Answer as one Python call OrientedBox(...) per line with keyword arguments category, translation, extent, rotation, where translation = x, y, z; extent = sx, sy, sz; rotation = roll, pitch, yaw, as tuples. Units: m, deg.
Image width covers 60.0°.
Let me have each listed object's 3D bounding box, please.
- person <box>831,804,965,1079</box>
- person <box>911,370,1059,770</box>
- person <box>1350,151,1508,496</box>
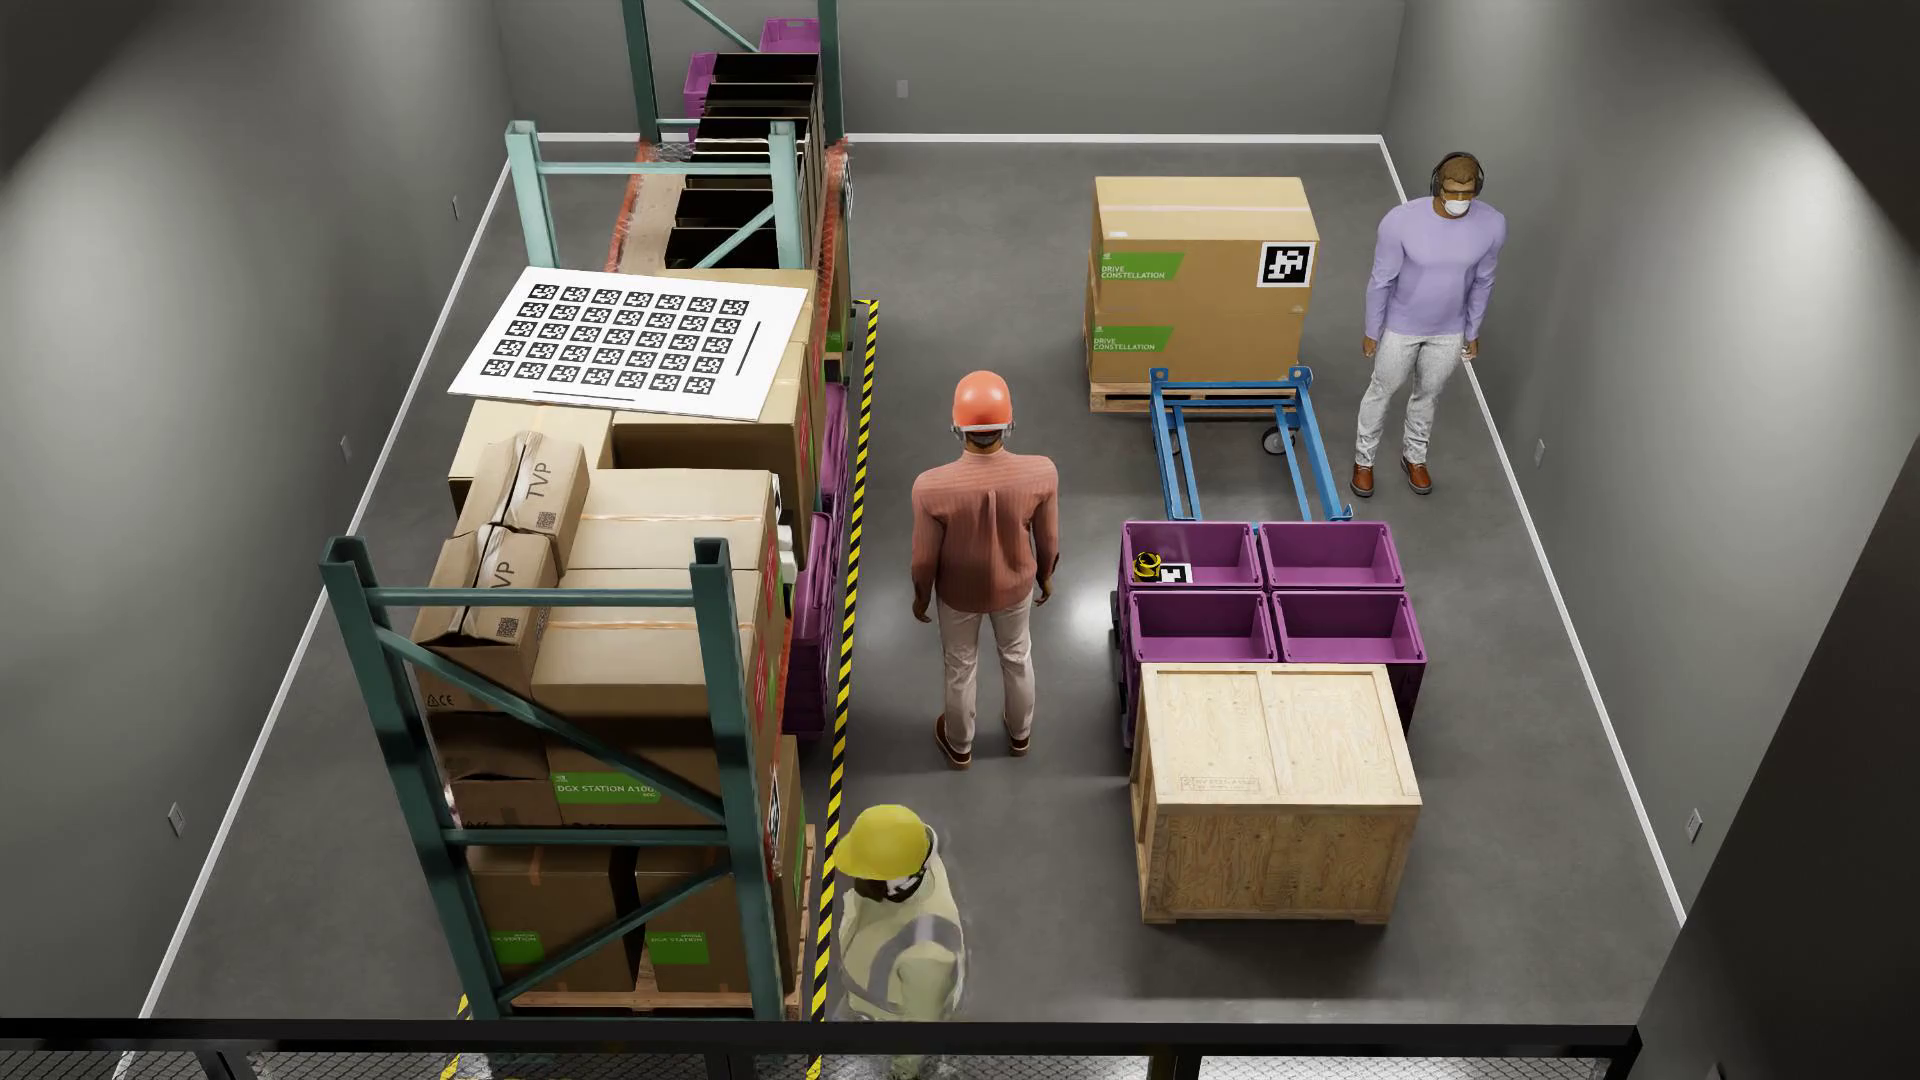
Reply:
OrientedBox(category="person", translation=(-0.236, 1.497, 5.493), extent=(0.497, 1.818, 0.618), rotation=(-10, 42, -12))
OrientedBox(category="person", translation=(0.094, 0.155, 6.897), extent=(0.623, 1.989, 0.398), rotation=(-9, 42, -11))
OrientedBox(category="person", translation=(2.322, -1.063, 8.326), extent=(0.632, 1.940, 0.372), rotation=(-2, 41, -2))
